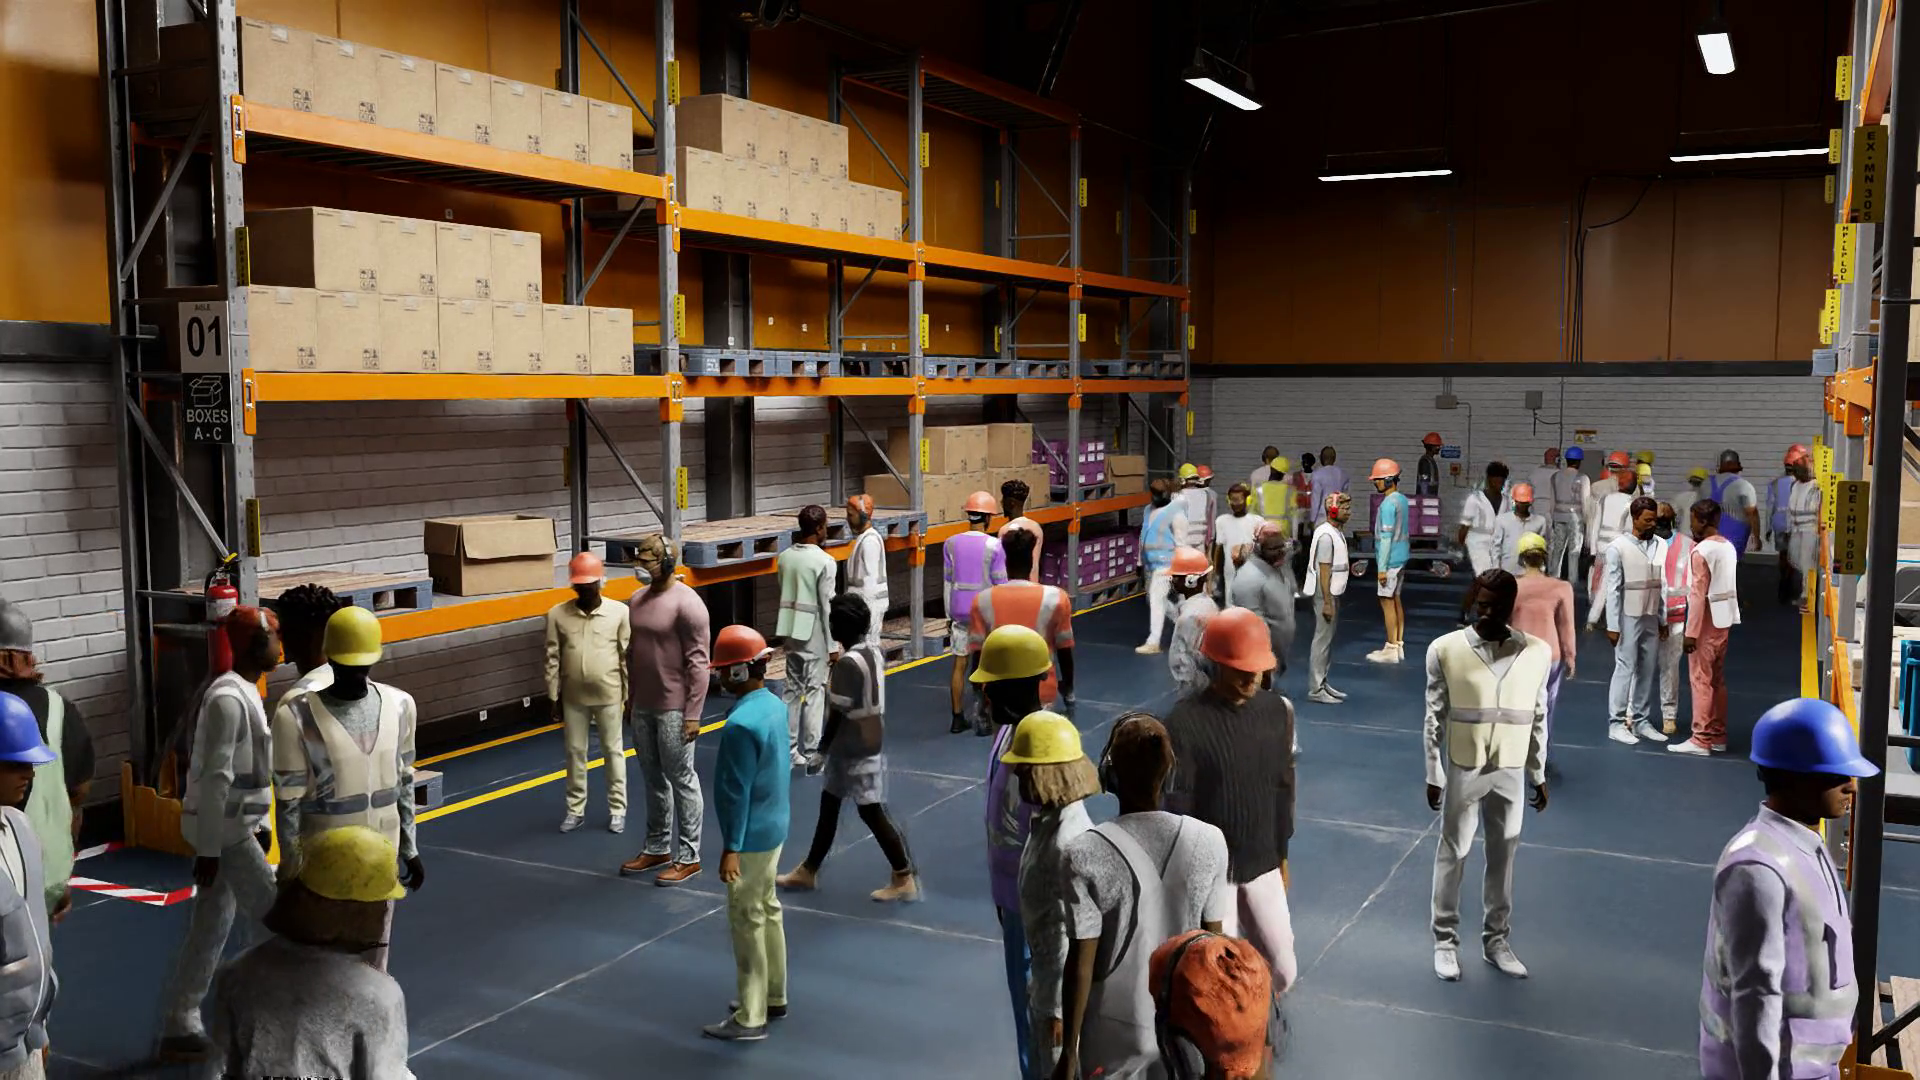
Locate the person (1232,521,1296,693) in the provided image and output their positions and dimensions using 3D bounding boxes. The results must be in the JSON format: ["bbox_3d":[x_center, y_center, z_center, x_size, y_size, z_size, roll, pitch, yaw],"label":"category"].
[{"bbox_3d":[1.982,0.802,10.993,0.470,1.873,0.697,2,6,25],"label":"person"}]

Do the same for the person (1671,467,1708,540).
[{"bbox_3d":[9.076,-0.036,20.636,0.530,1.752,0.590,5,7,41],"label":"person"}]

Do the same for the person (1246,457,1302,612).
[{"bbox_3d":[3.797,-0.065,20.236,0.687,1.895,0.683,0,5,-3],"label":"person"}]

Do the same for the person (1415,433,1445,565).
[{"bbox_3d":[7.196,-0.627,25.477,0.405,2.035,0.610,2,6,25],"label":"person"}]

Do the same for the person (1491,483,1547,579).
[{"bbox_3d":[5.765,0.287,17.125,0.573,1.746,0.346,0,5,3],"label":"person"}]

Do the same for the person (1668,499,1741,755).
[{"bbox_3d":[5.592,0.649,12.414,0.402,1.909,0.598,5,7,44],"label":"person"}]

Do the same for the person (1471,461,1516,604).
[{"bbox_3d":[6.682,-0.083,20.859,0.652,1.792,0.943,3,6,29],"label":"person"}]

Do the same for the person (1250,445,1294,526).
[{"bbox_3d":[4.221,-0.315,22.613,0.629,1.940,0.378,-1,6,-15],"label":"person"}]

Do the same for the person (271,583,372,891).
[{"bbox_3d":[-2.564,1.150,6.696,0.369,1.967,0.601,0,5,3],"label":"person"}]

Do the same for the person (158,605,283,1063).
[{"bbox_3d":[-2.939,1.194,6.850,0.789,1.842,0.603,-2,6,-24],"label":"person"}]

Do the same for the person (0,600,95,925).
[{"bbox_3d":[-3.495,1.188,5.892,0.765,2.000,0.703,1,5,6],"label":"person"}]

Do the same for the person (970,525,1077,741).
[{"bbox_3d":[0.347,0.884,9.751,0.610,1.937,0.887,2,6,16],"label":"person"}]

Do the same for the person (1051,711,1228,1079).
[{"bbox_3d":[0.507,1.398,4.672,0.516,1.843,0.327,-2,6,-20],"label":"person"}]

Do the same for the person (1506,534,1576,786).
[{"bbox_3d":[4.009,0.814,11.638,0.536,1.704,0.935,1,5,13],"label":"person"}]

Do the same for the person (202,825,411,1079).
[{"bbox_3d":[-1.555,1.534,3.952,0.520,1.696,0.495,2,6,16],"label":"person"}]

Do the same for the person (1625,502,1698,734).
[{"bbox_3d":[5.515,0.612,13.178,0.621,1.840,0.429,3,6,27],"label":"person"}]

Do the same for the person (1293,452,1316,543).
[{"bbox_3d":[5.478,-0.531,26.208,0.538,1.698,0.320,2,6,22],"label":"person"}]

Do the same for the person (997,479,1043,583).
[{"bbox_3d":[0.471,0.466,14.056,0.361,1.964,0.614,3,6,29],"label":"person"}]

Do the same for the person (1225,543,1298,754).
[{"bbox_3d":[2.172,0.815,12.309,0.859,1.593,0.523,5,7,41],"label":"person"}]

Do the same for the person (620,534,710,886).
[{"bbox_3d":[-1.644,0.929,9.221,0.637,1.938,0.357,5,7,43],"label":"person"}]

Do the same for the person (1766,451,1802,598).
[{"bbox_3d":[10.651,-0.186,21.383,0.552,1.912,0.784,4,7,39],"label":"person"}]

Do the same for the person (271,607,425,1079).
[{"bbox_3d":[-2.323,1.203,6.384,0.392,1.918,0.589,4,7,39],"label":"person"}]

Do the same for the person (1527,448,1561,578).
[{"bbox_3d":[8.127,-0.320,22.916,0.400,1.900,0.636,-4,7,-39],"label":"person"}]

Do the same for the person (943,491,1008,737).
[{"bbox_3d":[0.133,0.579,13.078,0.549,1.927,0.393,3,6,25],"label":"person"}]

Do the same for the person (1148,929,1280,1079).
[{"bbox_3d":[0.459,1.572,2.873,0.599,1.827,1.002,-1,5,-6],"label":"person"}]

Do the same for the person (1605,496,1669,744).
[{"bbox_3d":[5.205,0.612,12.823,0.600,1.909,0.398,-3,6,-27],"label":"person"}]

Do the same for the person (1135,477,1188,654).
[{"bbox_3d":[2.119,0.252,17.148,0.753,1.814,0.626,-3,6,-27],"label":"person"}]

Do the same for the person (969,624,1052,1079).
[{"bbox_3d":[0.223,1.249,5.906,0.393,1.918,0.585,-1,5,-10],"label":"person"}]

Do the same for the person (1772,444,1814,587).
[{"bbox_3d":[11.306,-0.323,22.519,0.452,1.972,0.659,-1,5,-5],"label":"person"}]

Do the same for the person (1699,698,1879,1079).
[{"bbox_3d":[2.148,1.375,4.368,0.393,1.949,0.602,4,7,35],"label":"person"}]

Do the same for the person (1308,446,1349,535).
[{"bbox_3d":[4.967,-0.304,22.494,0.636,1.939,0.363,-3,6,-31],"label":"person"}]

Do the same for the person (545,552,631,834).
[{"bbox_3d":[-2.258,0.936,10.197,0.566,1.743,0.359,0,5,1],"label":"person"}]

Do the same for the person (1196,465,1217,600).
[{"bbox_3d":[3.029,-0.065,20.931,0.348,1.749,0.581,3,6,27],"label":"person"}]

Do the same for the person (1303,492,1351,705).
[{"bbox_3d":[3.179,0.499,14.426,0.388,1.836,0.561,2,6,19],"label":"person"}]

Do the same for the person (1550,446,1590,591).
[{"bbox_3d":[8.164,-0.281,22.237,0.411,1.943,0.617,-3,6,-31],"label":"person"}]

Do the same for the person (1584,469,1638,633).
[{"bbox_3d":[7.307,0.126,18.538,1.063,1.823,0.583,-3,6,-30],"label":"person"}]

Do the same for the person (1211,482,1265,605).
[{"bbox_3d":[2.705,0.348,16.005,0.524,1.845,0.779,2,6,25],"label":"person"}]

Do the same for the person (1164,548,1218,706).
[{"bbox_3d":[1.443,0.916,10.387,0.353,1.744,0.566,2,6,18],"label":"person"}]

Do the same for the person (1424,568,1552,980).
[{"bbox_3d":[2.454,1.076,7.766,0.590,1.917,0.395,0,5,-4],"label":"person"}]

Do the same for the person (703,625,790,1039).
[{"bbox_3d":[-0.910,1.227,7.085,0.354,1.737,0.578,1,5,10],"label":"person"}]

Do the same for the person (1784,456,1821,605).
[{"bbox_3d":[10.650,-0.117,20.831,0.536,1.873,0.621,-1,5,-12],"label":"person"}]

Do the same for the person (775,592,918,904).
[{"bbox_3d":[-0.600,1.103,8.843,0.810,1.654,0.539,0,5,0],"label":"person"}]

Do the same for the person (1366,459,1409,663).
[{"bbox_3d":[4.237,0.210,16.502,0.405,2.032,0.610,3,6,28],"label":"person"}]

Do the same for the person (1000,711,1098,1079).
[{"bbox_3d":[0.283,1.398,5.261,0.315,1.735,0.489,0,5,-4],"label":"person"}]

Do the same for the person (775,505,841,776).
[{"bbox_3d":[-1.091,0.707,11.796,0.389,1.910,0.591,-5,7,-44],"label":"person"}]

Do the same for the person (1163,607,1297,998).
[{"bbox_3d":[0.999,1.208,6.107,0.631,1.967,0.500,-3,6,-29],"label":"person"}]

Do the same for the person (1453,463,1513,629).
[{"bbox_3d":[5.840,0.100,18.378,0.672,1.885,1.058,-3,6,-27],"label":"person"}]

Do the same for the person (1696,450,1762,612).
[{"bbox_3d":[9.222,-0.103,19.786,0.954,2.000,0.722,-3,6,-26],"label":"person"}]

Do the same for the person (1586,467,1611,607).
[{"bbox_3d":[8.004,-0.035,20.574,0.562,1.752,0.324,-2,6,-18],"label":"person"}]

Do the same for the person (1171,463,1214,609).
[{"bbox_3d":[2.739,-0.003,19.860,0.593,1.825,0.403,-2,6,-25],"label":"person"}]

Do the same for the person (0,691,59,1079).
[{"bbox_3d":[-2.636,1.369,4.504,0.416,1.939,0.605,0,5,-3],"label":"person"}]

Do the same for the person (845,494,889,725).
[{"bbox_3d":[-0.756,0.563,13.513,0.352,1.878,0.579,-1,5,-7],"label":"person"}]

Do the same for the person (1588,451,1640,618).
[{"bbox_3d":[7.680,-0.048,19.505,0.618,1.986,0.408,5,7,43],"label":"person"}]
